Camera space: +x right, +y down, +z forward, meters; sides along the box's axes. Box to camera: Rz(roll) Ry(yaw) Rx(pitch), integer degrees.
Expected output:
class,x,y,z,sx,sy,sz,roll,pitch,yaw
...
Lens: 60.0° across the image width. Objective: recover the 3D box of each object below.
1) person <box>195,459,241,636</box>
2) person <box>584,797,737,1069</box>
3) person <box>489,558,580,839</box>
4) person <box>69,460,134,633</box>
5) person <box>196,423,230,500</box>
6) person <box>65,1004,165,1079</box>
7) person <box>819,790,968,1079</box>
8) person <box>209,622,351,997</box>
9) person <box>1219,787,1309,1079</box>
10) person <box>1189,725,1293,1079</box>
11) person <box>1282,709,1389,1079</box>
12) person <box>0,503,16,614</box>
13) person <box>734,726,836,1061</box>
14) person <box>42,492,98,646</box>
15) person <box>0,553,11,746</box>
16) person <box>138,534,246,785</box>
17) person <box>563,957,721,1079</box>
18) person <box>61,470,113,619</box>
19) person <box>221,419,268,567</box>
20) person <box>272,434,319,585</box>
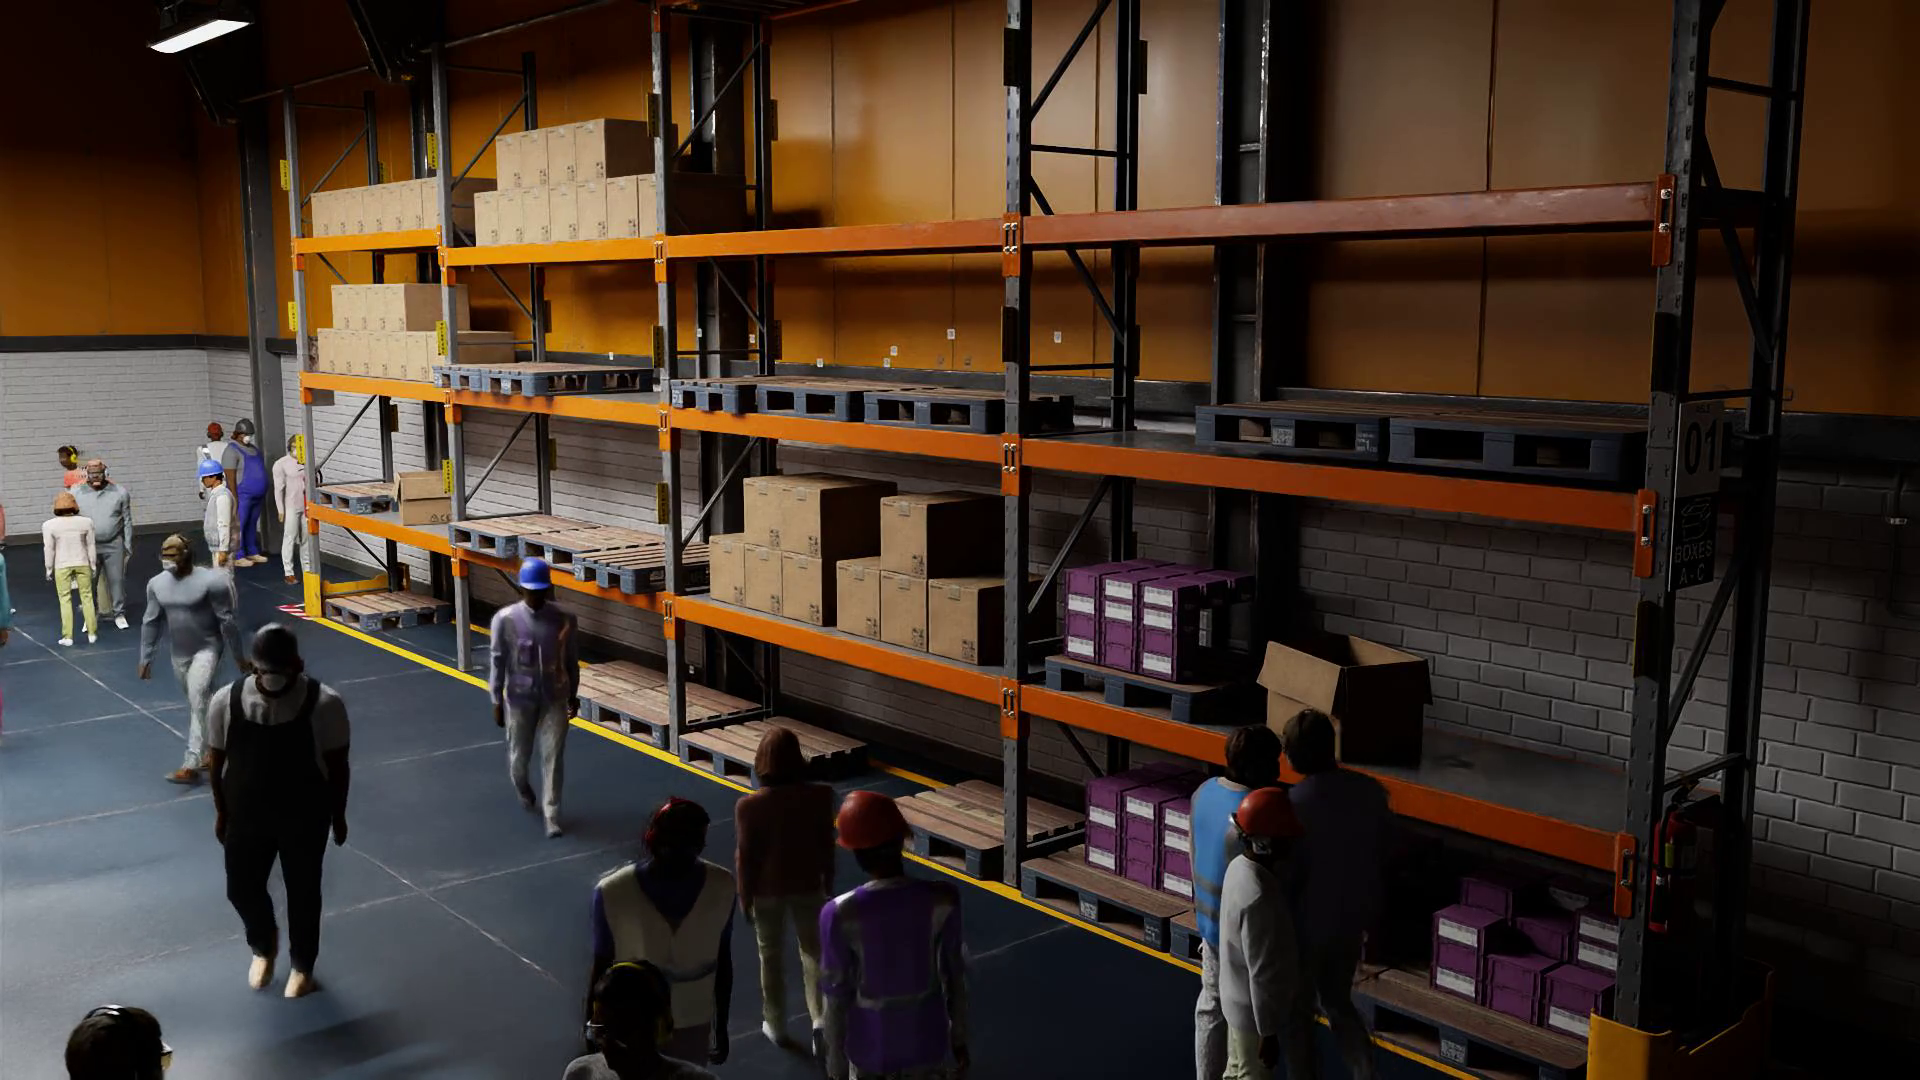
class,x,y,z,sx,sy,sz,roll,pitch,yaw
person,-8.089,0.078,18.197,0.420,1.932,0.618,-5,10,-31
person,-1.154,1.836,6.348,0.618,1.812,0.641,-4,9,-26
person,-2.940,1.047,11.486,0.621,1.924,0.741,-3,9,-23
person,-9.487,0.062,18.383,0.644,1.907,0.400,-5,9,-29
person,-10.800,-0.771,24.243,0.574,1.885,0.357,-7,11,-39
person,-2.091,2.103,4.154,0.626,1.924,0.375,3,9,21
person,-0.232,1.841,6.076,0.565,1.892,0.835,-1,8,-7
person,-3.534,1.393,8.663,0.700,2.000,0.538,-2,8,-13
person,1.197,1.832,6.604,0.330,1.751,0.563,0,8,1
person,1.234,1.702,7.206,0.430,1.843,0.625,-3,9,-21
person,1.592,1.685,7.088,0.650,1.911,0.596,-4,9,-24
person,-11.315,-0.063,19.232,0.646,1.913,0.409,1,8,8
person,-0.822,1.697,7.983,0.511,1.616,0.603,-3,9,-17
person,-9.433,0.304,17.644,0.501,1.632,0.295,-7,11,-39
person,-8.095,0.717,13.635,0.636,1.954,0.644,7,11,40
person,-5.863,0.902,12.599,0.681,1.890,0.970,2,8,10
person,-0.882,2.057,4.641,0.534,1.868,0.309,2,8,13
person,-10.046,0.065,19.003,0.676,1.714,0.573,0,8,-3
person,-9.830,-0.667,22.983,0.536,2.000,0.683,1,8,8
person,-8.550,-0.403,21.518,0.374,1.934,0.628,6,10,36
